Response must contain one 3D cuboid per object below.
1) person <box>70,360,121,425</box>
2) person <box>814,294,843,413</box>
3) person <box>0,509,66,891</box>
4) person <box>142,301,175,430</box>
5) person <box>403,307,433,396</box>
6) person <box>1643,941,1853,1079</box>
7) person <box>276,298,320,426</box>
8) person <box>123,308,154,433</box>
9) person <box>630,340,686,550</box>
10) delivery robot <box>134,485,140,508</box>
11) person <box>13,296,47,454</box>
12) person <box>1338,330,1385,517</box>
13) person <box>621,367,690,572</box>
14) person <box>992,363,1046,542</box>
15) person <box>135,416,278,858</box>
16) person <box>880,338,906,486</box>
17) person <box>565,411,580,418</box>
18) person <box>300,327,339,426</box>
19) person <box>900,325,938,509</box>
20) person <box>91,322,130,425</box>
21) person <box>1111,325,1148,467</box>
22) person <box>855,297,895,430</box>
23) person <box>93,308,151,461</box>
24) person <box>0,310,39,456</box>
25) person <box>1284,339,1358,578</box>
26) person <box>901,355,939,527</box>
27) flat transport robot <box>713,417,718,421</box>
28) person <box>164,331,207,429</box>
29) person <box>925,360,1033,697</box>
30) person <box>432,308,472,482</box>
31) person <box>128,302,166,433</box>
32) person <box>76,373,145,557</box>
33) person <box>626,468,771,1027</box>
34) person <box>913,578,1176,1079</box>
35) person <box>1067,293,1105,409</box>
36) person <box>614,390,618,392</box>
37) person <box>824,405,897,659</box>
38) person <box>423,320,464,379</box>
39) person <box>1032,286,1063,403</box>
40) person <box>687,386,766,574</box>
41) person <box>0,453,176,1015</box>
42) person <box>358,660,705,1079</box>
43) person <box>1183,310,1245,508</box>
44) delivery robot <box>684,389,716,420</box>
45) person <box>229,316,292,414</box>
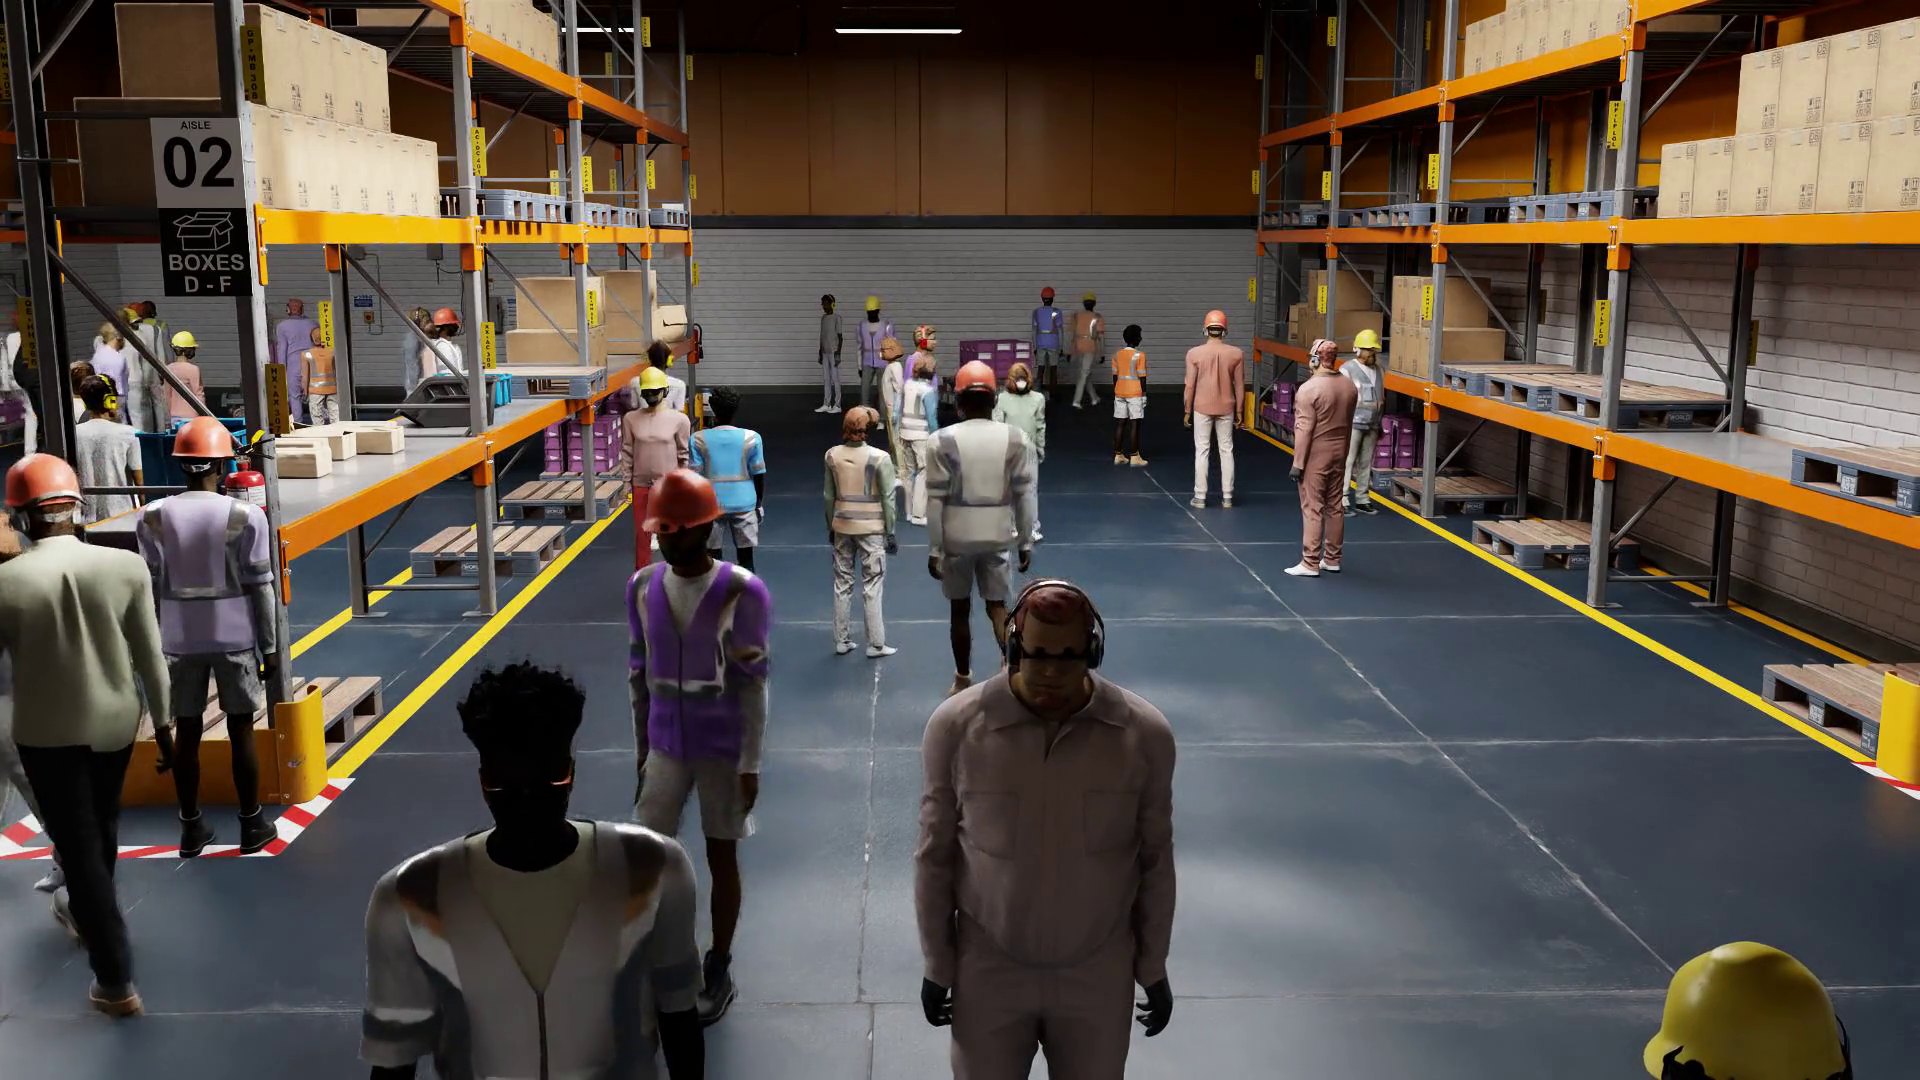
[{"bbox_3d":[-6.214,-0.360,11.898,0.519,1.844,0.331,-2,10,-9],"label":"person"},{"bbox_3d":[-2.055,-2.919,26.106,0.329,1.865,0.507,-10,14,-44],"label":"person"},{"bbox_3d":[-3.988,0.664,6.937,0.875,1.573,0.580,4,11,21],"label":"person"},{"bbox_3d":[-11.510,-2.486,23.749,0.627,1.846,0.429,0,10,0],"label":"person"},{"bbox_3d":[-6.187,-1.698,19.092,0.353,1.936,0.635,-1,10,-8],"label":"person"},{"bbox_3d":[1.042,1.398,2.324,0.312,1.768,0.522,-7,12,-34],"label":"person"},{"bbox_3d":[-9.122,-2.375,22.955,0.401,1.906,0.650,9,13,40],"label":"person"},{"bbox_3d":[-10.645,-2.075,21.494,0.403,1.828,0.598,-3,11,-19],"label":"person"},{"bbox_3d":[-2.661,-0.847,14.687,0.512,1.823,0.980,-1,10,-6],"label":"person"},{"bbox_3d":[-7.509,-0.400,15.455,0.477,0.478,0.707,9,14,42],"label":"delivery robot"},{"bbox_3d":[-11.044,-1.904,19.957,0.683,2.000,0.538,9,14,42],"label":"person"},{"bbox_3d":[3.940,-1.145,16.306,0.600,1.829,0.404,-6,12,-31],"label":"person"},{"bbox_3d":[-2.251,-0.399,12.337,0.522,1.769,0.312,0,10,1],"label":"person"},{"bbox_3d":[0.540,-0.775,14.870,0.522,1.596,0.785,-2,10,-11],"label":"person"},{"bbox_3d":[-3.267,0.427,7.280,0.541,1.932,0.383,-2,10,-10],"label":"person"},{"bbox_3d":[-0.743,-1.407,18.318,0.267,1.632,0.507,-2,10,-11],"label":"person"},{"bbox_3d":[-5.858,-2.678,25.171,0.473,1.718,0.535,-3,10,-14],"label":"person"},{"bbox_3d":[-7.836,-1.795,20.464,0.515,1.641,0.309,-9,13,-40],"label":"person"},{"bbox_3d":[-0.403,-1.236,16.768,0.388,1.847,0.563,-3,11,-15],"label":"person"},{"bbox_3d":[-8.470,-1.201,16.460,0.607,1.900,0.683,-8,13,-38],"label":"person"},{"bbox_3d":[2.045,-1.730,19.941,0.317,1.695,0.540,-8,13,-39],"label":"person"},{"bbox_3d":[-1.217,-2.471,23.521,0.610,1.892,0.874,2,10,10],"label":"person"},{"bbox_3d":[-10.224,-1.888,20.356,0.626,1.882,1.043,-7,12,-33],"label":"person"},{"bbox_3d":[-11.286,-1.870,20.236,0.608,1.865,0.576,2,10,13],"label":"person"},{"bbox_3d":[2.882,-0.654,13.361,0.643,1.909,0.410,-8,13,-39],"label":"person"},{"bbox_3d":[-0.386,-0.941,15.769,0.341,1.620,0.617,-6,12,-31],"label":"person"},{"bbox_3d":[-4.363,-1.864,24.664,1.431,0.197,0.652,-4,11,-20],"label":"flat transport robot"},{"bbox_3d":[-7.919,-1.252,17.085,0.524,1.769,0.314,5,11,26],"label":"person"},{"bbox_3d":[0.127,0.002,9.402,0.621,2.019,0.777,-3,10,-14],"label":"person"},{"bbox_3d":[-5.723,-1.623,18.667,0.349,1.942,0.545,-4,11,-22],"label":"person"},{"bbox_3d":[-10.809,-2.196,22.007,0.355,1.887,0.573,8,13,39],"label":"person"},{"bbox_3d":[-5.333,-0.105,10.426,0.519,1.865,0.335,-1,10,-7],"label":"person"},{"bbox_3d":[-0.905,0.709,5.712,0.565,1.927,0.421,3,11,16],"label":"person"},{"bbox_3d":[0.207,1.026,4.027,0.638,1.902,0.407,0,10,-2],"label":"person"},{"bbox_3d":[2.047,-3.052,26.881,0.599,1.853,0.987,7,12,33],"label":"person"},{"bbox_3d":[-5.502,-2.944,26.329,0.404,1.833,0.590,-2,10,-10],"label":"person"},{"bbox_3d":[-0.643,-0.045,10.738,0.529,1.638,0.312,5,12,28],"label":"person"},{"bbox_3d":[-5.997,-1.620,19.043,0.658,1.812,0.778,0,10,2],"label":"person"},{"bbox_3d":[1.463,-3.238,27.663,0.545,1.943,0.347,4,11,20],"label":"person"},{"bbox_3d":[-1.613,-0.221,11.534,0.541,1.696,0.315,-2,10,-10],"label":"person"},{"bbox_3d":[-3.206,0.660,5.959,1.033,1.935,0.637,10,14,43],"label":"person"},{"bbox_3d":[-0.754,1.184,3.030,0.633,1.932,0.876,-2,10,-12],"label":"person"},{"bbox_3d":[2.562,-1.319,16.820,0.622,1.992,0.397,0,10,-3],"label":"person"},{"bbox_3d":[-3.667,-1.951,24.092,0.707,0.478,0.477,8,13,37],"label":"delivery robot"},{"bbox_3d":[-10.846,-2.833,25.851,0.983,1.798,0.638,-2,10,-11],"label":"person"}]
